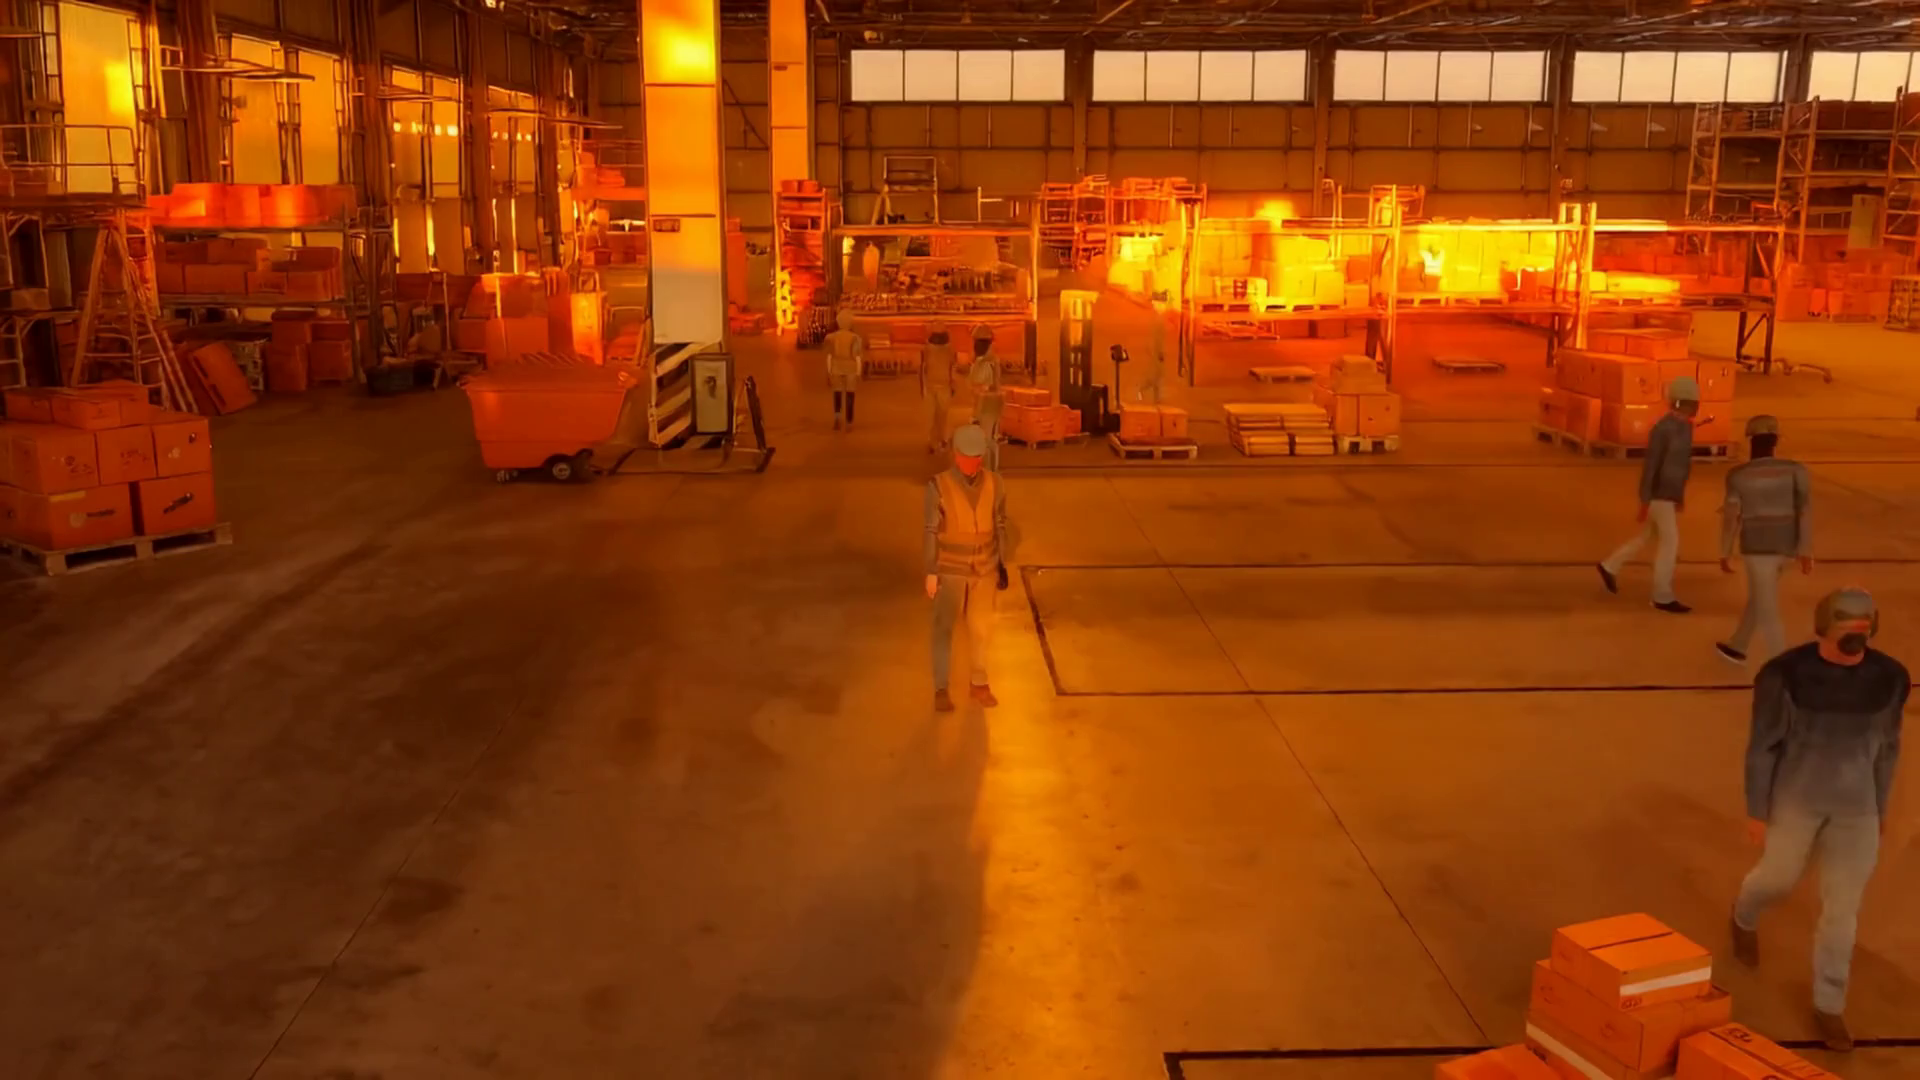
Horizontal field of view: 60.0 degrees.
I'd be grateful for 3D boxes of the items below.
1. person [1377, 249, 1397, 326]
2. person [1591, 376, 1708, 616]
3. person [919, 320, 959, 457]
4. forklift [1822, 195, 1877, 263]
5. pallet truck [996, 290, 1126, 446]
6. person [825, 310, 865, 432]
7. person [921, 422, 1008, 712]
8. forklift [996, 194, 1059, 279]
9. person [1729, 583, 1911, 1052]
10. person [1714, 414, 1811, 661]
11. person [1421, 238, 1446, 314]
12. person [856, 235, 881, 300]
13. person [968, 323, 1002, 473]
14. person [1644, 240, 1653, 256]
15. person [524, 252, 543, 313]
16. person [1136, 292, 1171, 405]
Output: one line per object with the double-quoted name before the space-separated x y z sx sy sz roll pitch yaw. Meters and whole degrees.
"person" 9.900 -5.890 38.668 0.506 1.846 0.351 4 13 17
"person" 5.638 -0.393 13.607 0.811 1.959 0.625 10 16 39
"person" -0.263 -1.913 21.009 0.493 1.719 0.605 -2 13 -9
"forklift" 28.898 -9.692 53.480 1.873 2.768 1.129 0 12 -2
"pallet truck" 1.257 -2.299 22.111 1.885 1.965 0.823 -9 15 -35
"person" -1.577 -2.327 22.949 0.547 1.680 0.378 2 13 8
"person" 0.045 0.176 11.055 0.615 1.943 0.409 -6 14 -24
"forklift" 2.299 -10.218 55.856 1.873 2.768 1.129 -7 14 -28
"person" 3.613 1.079 7.069 0.630 1.916 0.908 1 13 4
"person" 5.732 0.044 11.839 0.614 1.867 0.911 -2 13 -11
"person" 11.993 -6.693 42.179 0.601 1.901 0.736 0 12 1
"person" -2.409 -7.083 43.910 0.875 1.917 0.631 7 14 29
"person" 0.267 -1.428 18.331 0.356 1.930 0.592 5 13 21
"person" 16.667 -6.373 40.687 0.562 1.925 0.485 1 12 2
"person" -10.411 -6.206 40.587 0.517 1.631 0.312 7 14 27
"person" 2.979 -2.906 25.423 0.471 1.755 0.528 -2 13 -8
